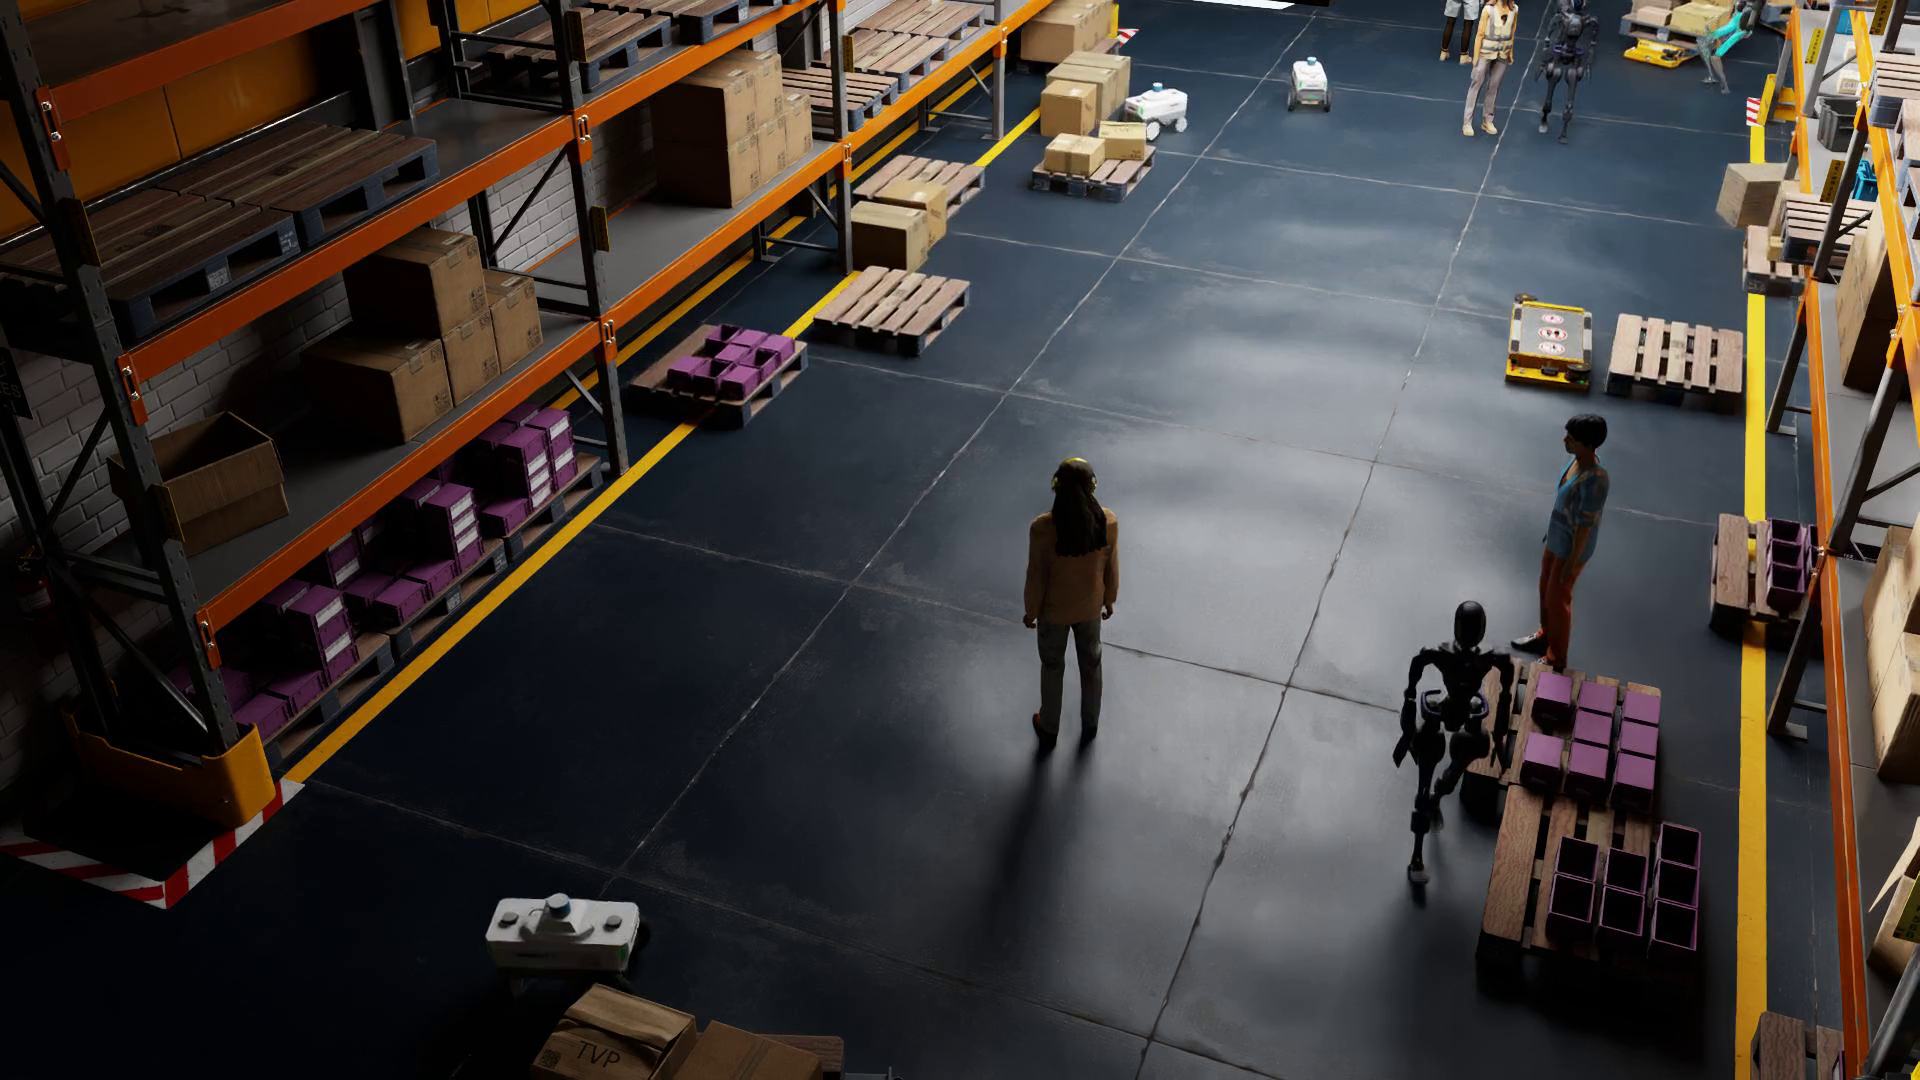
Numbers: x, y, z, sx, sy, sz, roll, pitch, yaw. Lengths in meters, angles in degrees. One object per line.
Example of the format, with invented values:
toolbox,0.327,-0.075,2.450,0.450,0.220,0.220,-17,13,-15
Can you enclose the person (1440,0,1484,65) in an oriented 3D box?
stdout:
person,6.347,-6.842,20.872,0.534,1.693,0.321,22,39,31

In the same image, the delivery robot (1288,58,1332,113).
delivery robot,4.130,-5.384,19.666,0.499,0.601,0.775,2,33,3

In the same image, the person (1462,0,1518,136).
person,5.954,-5.403,18.563,0.478,1.776,0.314,-7,33,-10

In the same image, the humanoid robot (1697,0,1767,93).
humanoid robot,9.208,-6.209,19.858,0.779,1.784,0.552,2,33,3

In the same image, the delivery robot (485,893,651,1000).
delivery robot,-1.933,1.989,8.243,0.748,0.587,0.524,1,33,2

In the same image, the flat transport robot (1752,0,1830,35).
flat transport robot,11.175,-7.040,22.487,0.659,0.231,1.431,-7,34,-11

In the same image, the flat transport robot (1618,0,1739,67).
flat transport robot,9.254,-6.404,21.502,1.431,0.231,0.659,-27,41,-35

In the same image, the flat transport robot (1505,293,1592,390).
flat transport robot,5.044,-1.703,14.228,0.659,0.231,1.431,10,34,15

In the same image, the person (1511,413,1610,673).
person,3.711,0.023,10.186,0.325,1.756,0.504,3,33,5

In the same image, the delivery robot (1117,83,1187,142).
delivery robot,2.224,-4.877,18.869,0.772,0.587,0.499,-20,38,-27

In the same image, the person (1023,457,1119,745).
person,0.637,0.372,9.537,0.565,1.875,0.391,-8,34,-12

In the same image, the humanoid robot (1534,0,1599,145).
humanoid robot,6.731,-5.283,18.485,0.610,1.642,0.595,7,34,11

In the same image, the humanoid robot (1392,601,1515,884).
humanoid robot,2.607,1.023,8.758,0.588,1.623,0.787,3,33,5

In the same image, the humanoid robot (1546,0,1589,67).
humanoid robot,7.633,-6.790,20.797,0.365,1.644,0.606,22,39,30
